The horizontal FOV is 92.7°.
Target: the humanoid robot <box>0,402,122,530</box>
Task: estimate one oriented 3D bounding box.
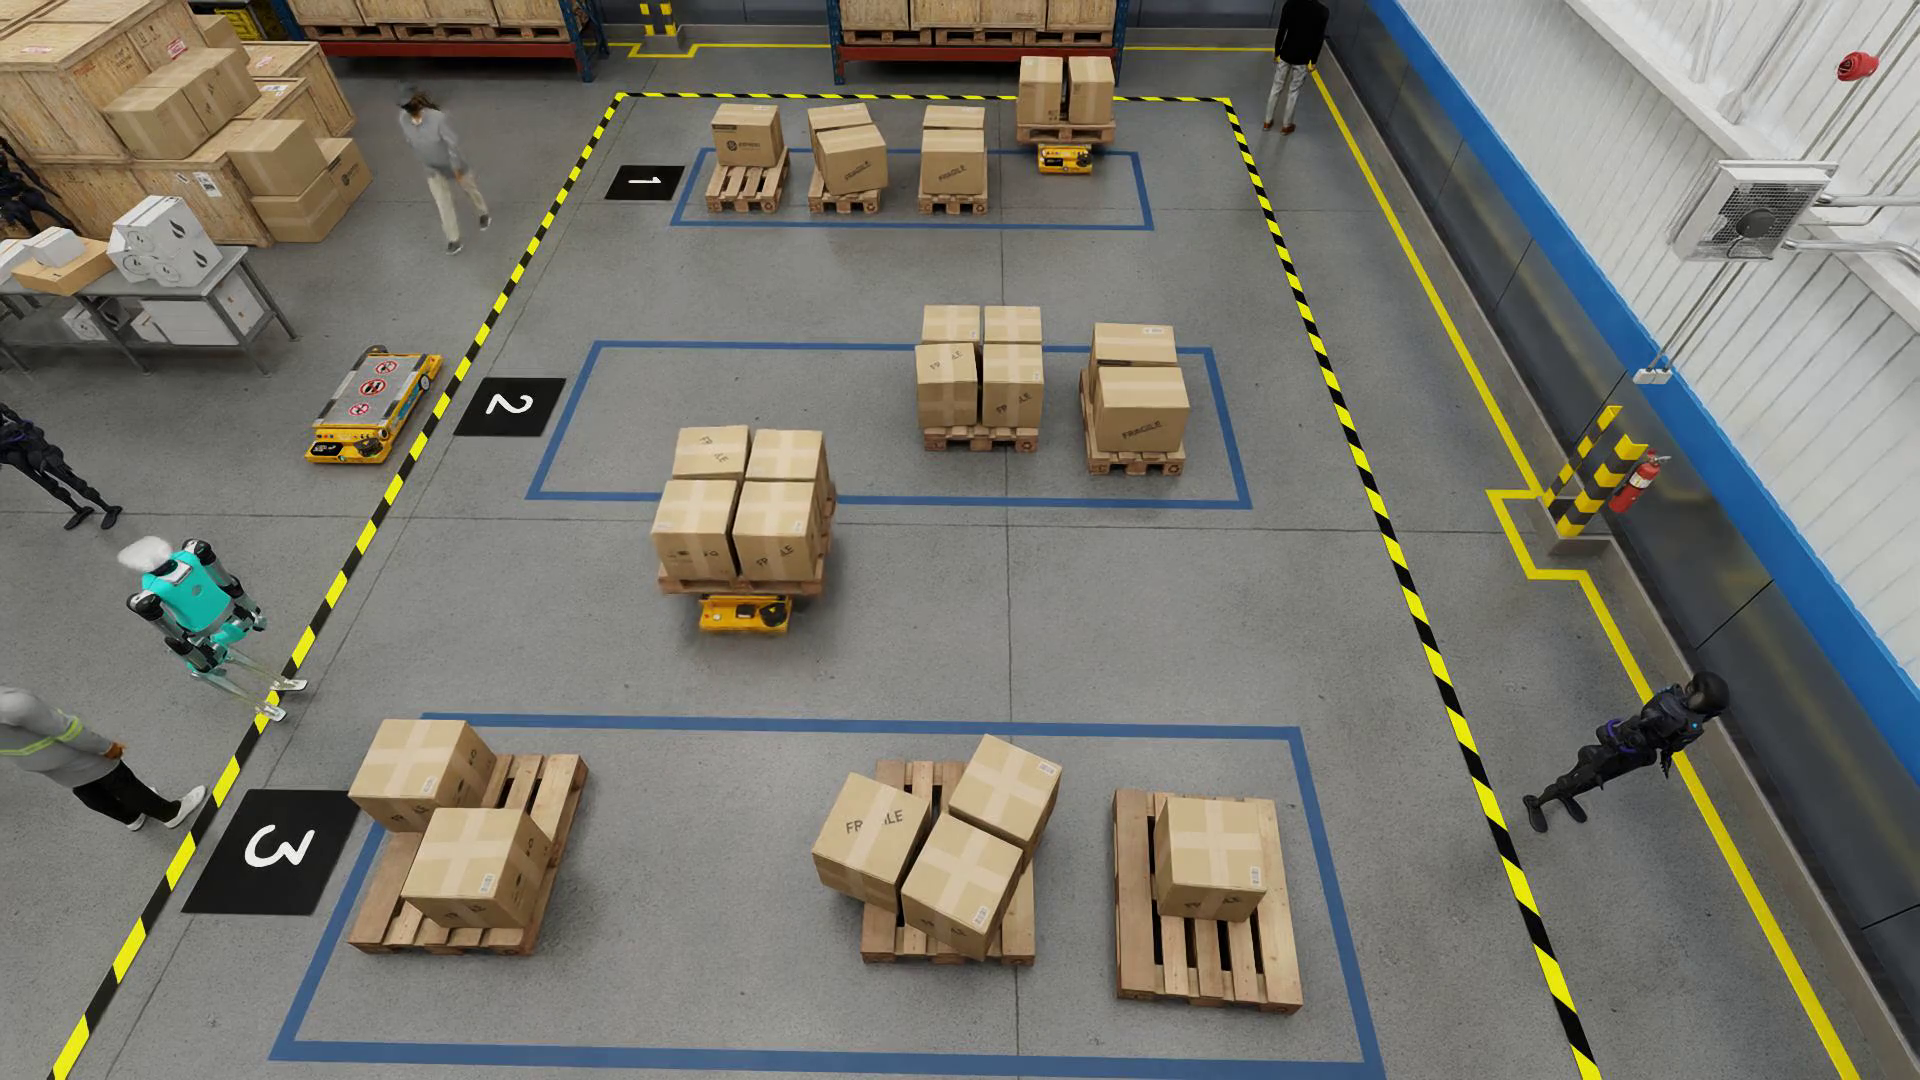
[{"bbox_3d":[-7.195,-0.691,7.019,0.599,1.657,0.315,2,50,2],"label":"humanoid robot"}]

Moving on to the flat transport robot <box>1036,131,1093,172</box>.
[{"bbox_3d":[1.310,-5.137,11.695,0.652,0.197,1.431,1,50,1],"label":"flat transport robot"}]

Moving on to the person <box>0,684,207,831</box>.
[{"bbox_3d":[-5.231,1.182,5.332,0.587,1.849,0.389,0,50,0],"label":"person"}]

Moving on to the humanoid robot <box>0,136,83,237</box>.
[{"bbox_3d":[-9.660,-3.547,9.448,0.566,1.645,0.593,6,50,5],"label":"humanoid robot"}]

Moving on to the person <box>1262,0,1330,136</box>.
[{"bbox_3d":[4.175,-6.023,11.406,0.587,1.884,0.361,27,55,21],"label":"person"}]

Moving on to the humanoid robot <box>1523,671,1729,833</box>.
[{"bbox_3d":[3.924,1.252,5.376,0.599,1.655,0.315,-7,50,-6],"label":"humanoid robot"}]

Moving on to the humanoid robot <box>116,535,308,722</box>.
[{"bbox_3d":[-4.862,0.558,5.845,0.735,1.677,0.533,9,50,8],"label":"humanoid robot"}]

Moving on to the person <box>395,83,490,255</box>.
[{"bbox_3d":[-5.541,-3.987,9.786,0.560,1.717,0.901,-3,50,-3],"label":"person"}]

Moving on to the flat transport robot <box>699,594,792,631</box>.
[{"bbox_3d":[-1.614,0.081,7.280,0.652,0.197,1.431,1,50,1],"label":"flat transport robot"}]

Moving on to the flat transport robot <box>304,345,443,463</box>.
[{"bbox_3d":[-5.383,-1.269,8.441,0.659,0.231,1.431,1,50,1],"label":"flat transport robot"}]
